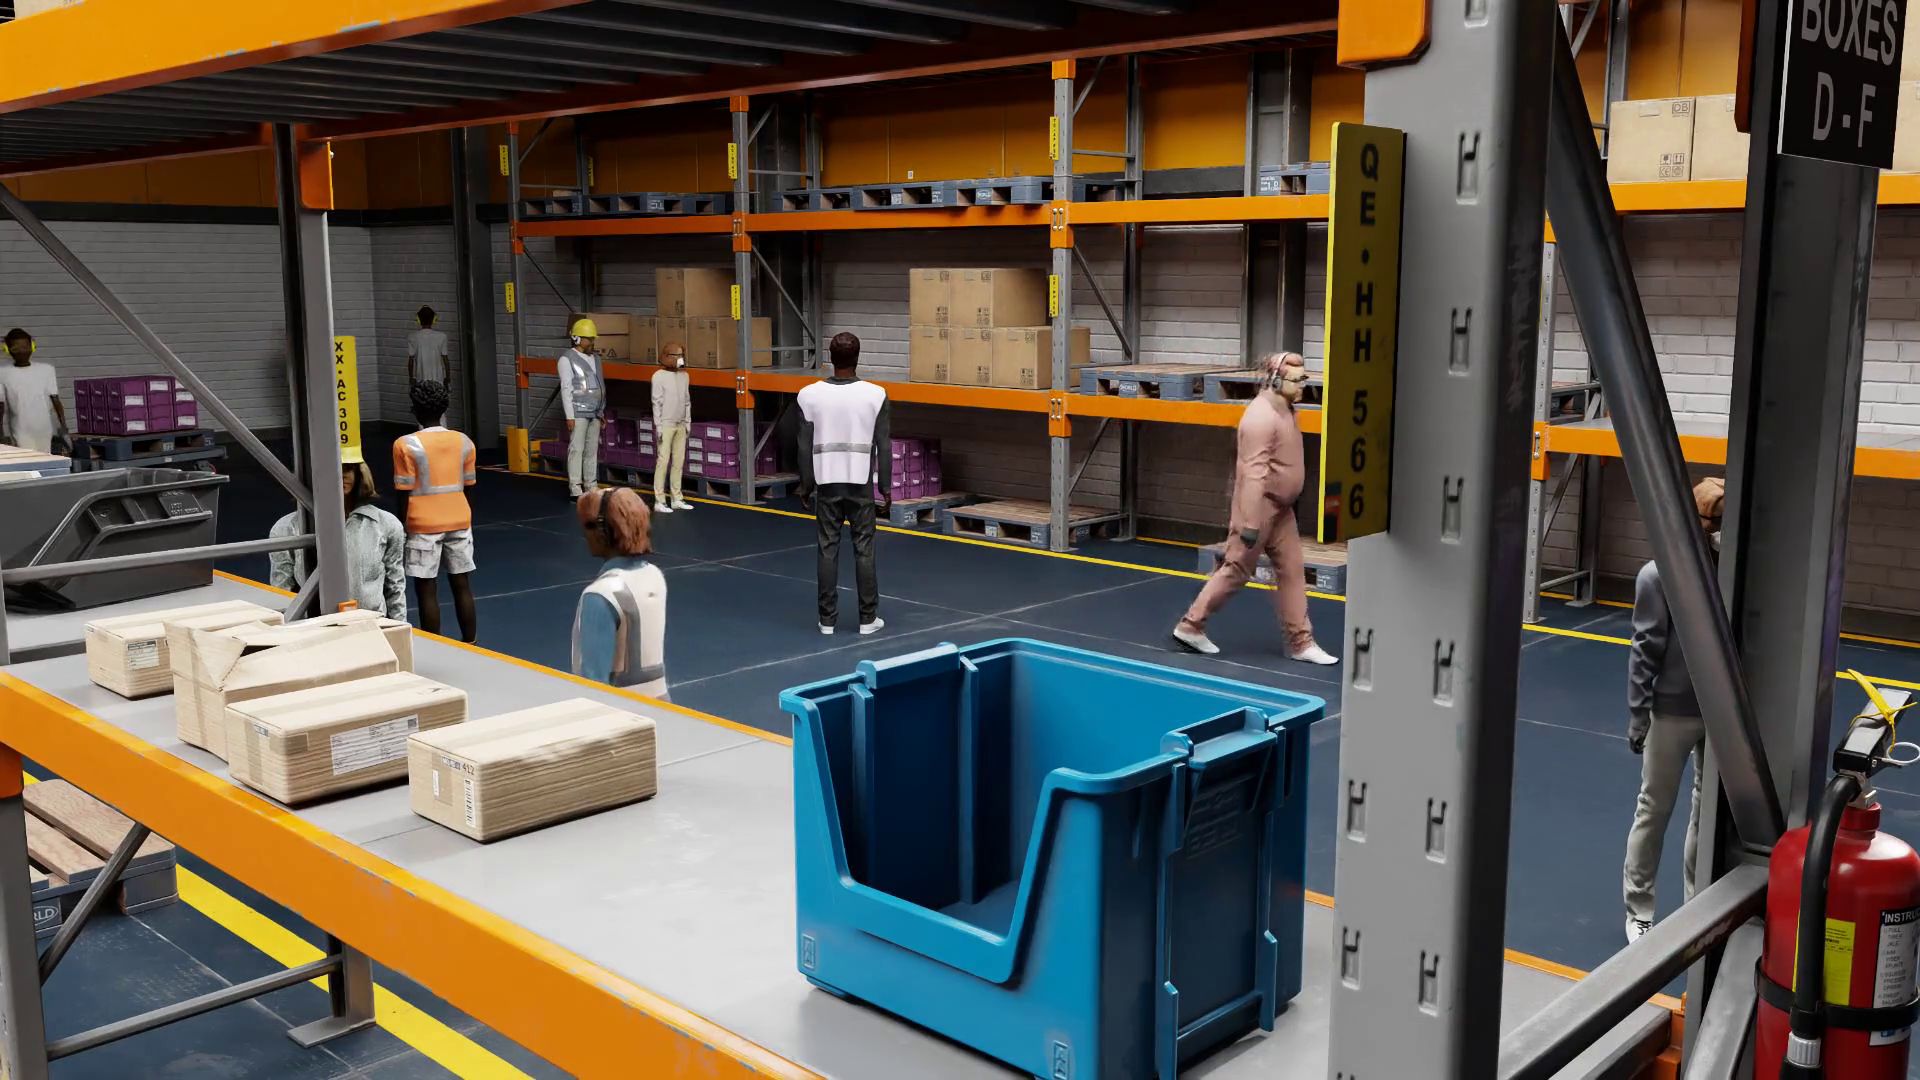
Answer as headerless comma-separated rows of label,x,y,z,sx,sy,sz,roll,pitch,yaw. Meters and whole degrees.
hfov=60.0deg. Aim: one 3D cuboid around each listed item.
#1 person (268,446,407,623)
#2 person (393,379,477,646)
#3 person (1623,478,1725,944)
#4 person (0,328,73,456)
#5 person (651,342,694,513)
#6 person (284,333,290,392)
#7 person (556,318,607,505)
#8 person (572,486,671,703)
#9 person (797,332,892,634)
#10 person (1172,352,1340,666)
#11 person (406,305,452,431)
person,-2.290,0.444,6.192,0.487,1.746,0.290,-6,11,-32
person,-3.000,-0.075,9.550,0.322,1.689,0.530,7,11,36
person,2.487,0.598,5.593,0.507,1.631,0.266,-1,9,-7
person,-7.901,-0.889,14.118,0.876,1.833,0.530,8,12,40
person,-2.745,-1.073,15.865,0.287,1.628,0.497,6,11,34
person,-8.490,-2.151,21.715,0.600,1.887,1.001,-6,11,-32
person,-3.687,-1.258,16.368,0.404,1.831,0.588,4,10,23
person,-1.084,0.640,5.344,0.325,1.633,0.523,2,9,11
person,-0.726,-0.351,10.535,0.598,1.917,0.378,0,9,2
person,1.741,-0.189,9.795,0.966,1.850,0.701,5,11,29
person,-6.485,-1.928,20.341,0.514,1.876,0.328,-3,10,-17
